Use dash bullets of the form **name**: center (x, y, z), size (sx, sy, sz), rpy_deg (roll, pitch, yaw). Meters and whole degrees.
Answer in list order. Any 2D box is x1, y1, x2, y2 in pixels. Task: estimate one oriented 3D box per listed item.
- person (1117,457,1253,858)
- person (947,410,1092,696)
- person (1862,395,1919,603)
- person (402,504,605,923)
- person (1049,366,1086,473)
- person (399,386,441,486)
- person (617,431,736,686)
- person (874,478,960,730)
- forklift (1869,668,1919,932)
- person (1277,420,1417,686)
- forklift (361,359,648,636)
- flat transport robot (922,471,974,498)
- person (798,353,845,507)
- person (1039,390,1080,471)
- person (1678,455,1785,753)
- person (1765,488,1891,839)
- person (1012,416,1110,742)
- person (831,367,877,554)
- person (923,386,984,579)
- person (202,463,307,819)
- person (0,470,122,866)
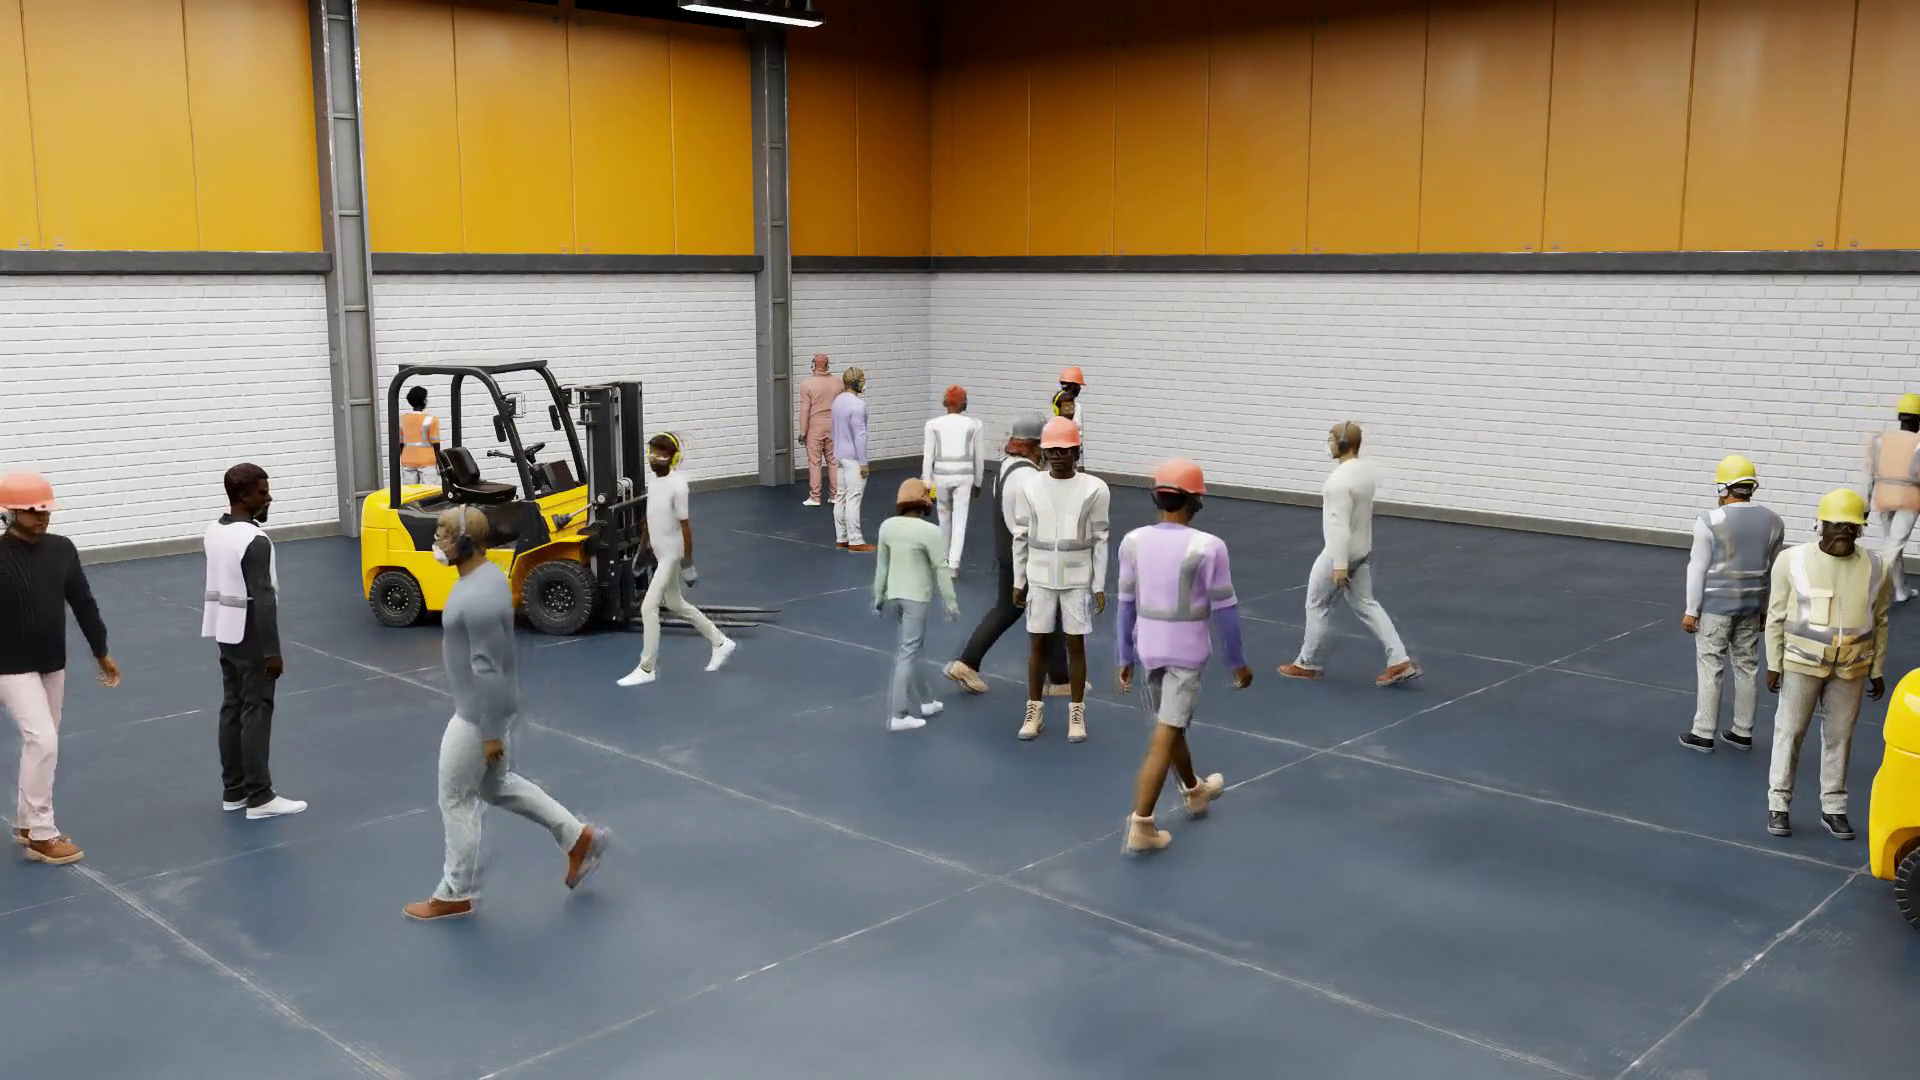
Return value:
- **person**: center (1.160, 0.570, 8.549), size (0.637, 1.986, 1.030), rpy_deg (8, 13, 42)
- **person**: center (0.395, 0.080, 11.424), size (0.970, 2.000, 0.691), rpy_deg (-3, 10, -15)
- **person**: center (8.161, -0.322, 14.412), size (1.017, 1.873, 0.603), rpy_deg (-7, 11, -35)
- **person**: center (-2.103, 0.775, 7.579), size (0.850, 1.916, 0.637), rpy_deg (-3, 10, -15)
- **person**: center (1.154, -0.854, 17.469), size (0.359, 1.936, 0.544), rpy_deg (-5, 10, -28)
- **person**: center (-5.843, -0.821, 18.025), size (0.532, 1.691, 0.320), rpy_deg (3, 10, 15)
- **person**: center (-2.027, 0.114, 11.896), size (0.876, 1.822, 0.555), rpy_deg (-5, 11, -29)
- **person**: center (-0.260, 0.396, 10.800), size (0.580, 1.598, 0.689), rpy_deg (9, 13, 43)
- **forklift**: center (5.205, 0.723, 7.013), size (2.313, 2.155, 1.214), rpy_deg (9, 13, 43)
- **person**: center (2.785, 0.101, 11.742), size (0.981, 1.905, 0.642), rpy_deg (6, 11, 33)
- **forklift**: center (-3.850, -0.407, 13.936), size (2.313, 2.155, 1.214), rpy_deg (2, 9, 11)
- **flat transport robot**: center (-0.199, -0.734, 21.822), size (0.652, 0.197, 1.431), rpy_deg (1, 9, 5)
- **person**: center (-1.738, -1.370, 20.721), size (0.655, 1.906, 0.407), rpy_deg (-7, 11, -35)
- **person**: center (0.896, -0.493, 15.563), size (0.549, 1.838, 0.548), rpy_deg (9, 13, 43)
- **person**: center (4.704, 0.392, 10.177), size (0.591, 1.826, 0.403), rpy_deg (-2, 9, -12)
- **person**: center (4.492, 0.638, 8.627), size (0.588, 1.835, 0.403), rpy_deg (2, 9, 11)
- **person**: center (0.620, 0.249, 10.374), size (0.605, 2.045, 0.379), rpy_deg (2, 9, 11)
- **person**: center (-1.126, -0.829, 17.309), size (0.375, 1.940, 0.627), rpy_deg (-5, 10, -28)
- **person**: center (-0.059, -0.566, 16.028), size (0.586, 1.829, 1.004), rpy_deg (0, 9, 2)
- **person**: center (-3.854, 0.542, 8.969), size (0.591, 1.916, 0.383), rpy_deg (8, 13, 42)
- **person**: center (-4.564, 0.630, 8.283), size (0.726, 1.965, 0.649), rpy_deg (3, 10, 16)
